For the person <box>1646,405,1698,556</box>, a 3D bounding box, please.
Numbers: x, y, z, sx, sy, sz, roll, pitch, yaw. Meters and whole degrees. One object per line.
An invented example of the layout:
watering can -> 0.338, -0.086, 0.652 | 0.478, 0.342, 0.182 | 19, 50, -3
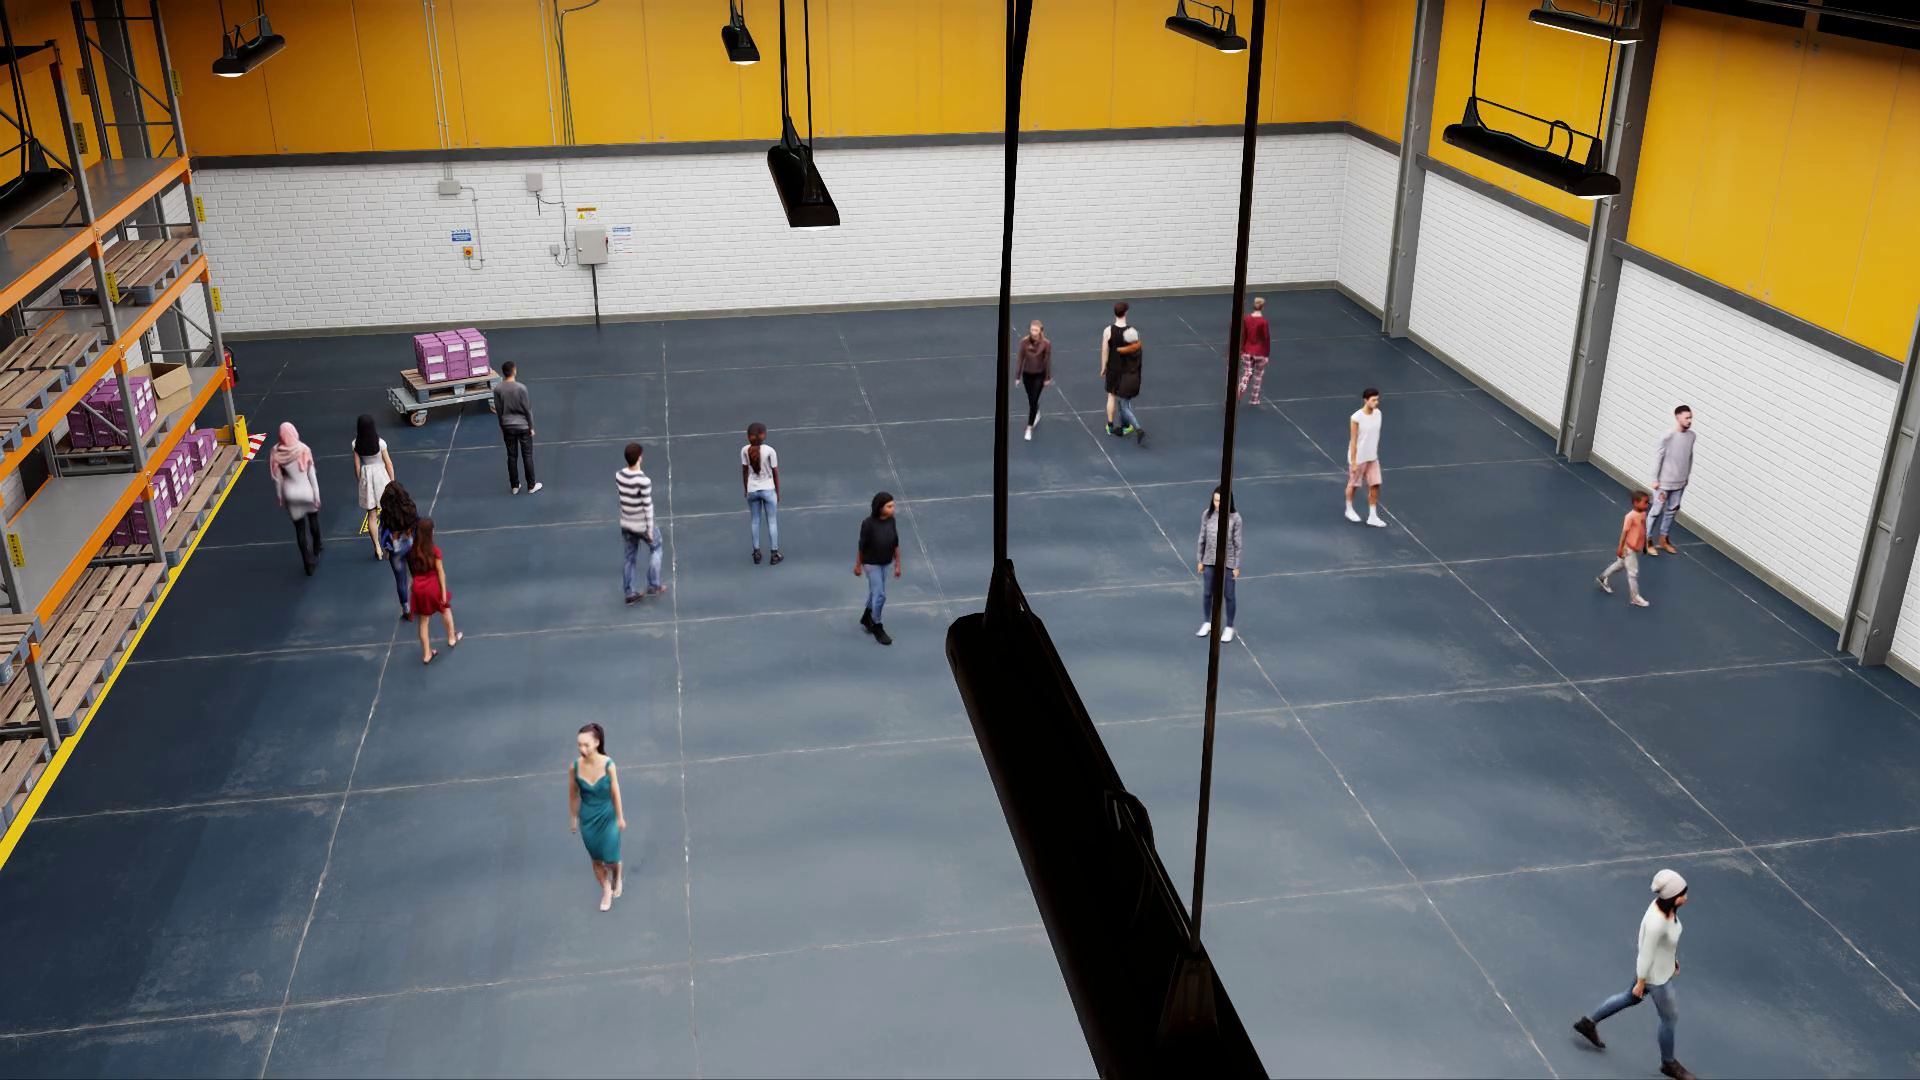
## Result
person -> 8.391, -0.731, 19.651 | 0.688, 1.837, 0.571 | -6, 24, -13

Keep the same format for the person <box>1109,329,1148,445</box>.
person -> 2.373, -2.125, 23.115 | 0.948, 1.616, 1.098 | -21, 31, -40

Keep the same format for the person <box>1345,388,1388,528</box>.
person -> 4.909, -1.052, 20.482 | 0.804, 1.760, 0.968 | -11, 26, -24

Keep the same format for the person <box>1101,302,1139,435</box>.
person -> 2.253, -2.423, 23.455 | 0.755, 1.891, 0.692 | 4, 24, 9

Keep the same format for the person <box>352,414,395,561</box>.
person -> -6.840, -0.625, 19.488 | 0.666, 1.774, 0.653 | -2, 24, -4

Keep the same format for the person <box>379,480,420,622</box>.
person -> -6.026, 0.103, 18.020 | 0.667, 1.615, 0.648 | -12, 26, -25

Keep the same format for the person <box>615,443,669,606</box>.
person -> -3.615, -0.139, 18.303 | 0.847, 1.832, 0.905 | 11, 26, 23

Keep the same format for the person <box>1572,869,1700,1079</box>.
person -> 4.714, 2.952, 11.508 | 1.078, 1.611, 1.085 | 13, 27, 27

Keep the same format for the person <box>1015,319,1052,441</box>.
person -> 1.058, -2.308, 23.489 | 0.975, 1.652, 1.245 | 7, 25, 15

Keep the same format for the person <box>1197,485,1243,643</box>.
person -> 2.760, 0.220, 17.609 | 0.702, 1.730, 0.719 | 10, 25, 21

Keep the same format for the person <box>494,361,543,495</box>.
person -> -5.705, -1.451, 21.393 | 0.659, 1.761, 0.604 | 1, 24, 2

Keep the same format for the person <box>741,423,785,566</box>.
person -> -2.313, -0.549, 19.377 | 0.653, 1.721, 0.643 | 5, 24, 10

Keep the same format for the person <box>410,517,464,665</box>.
person -> -5.506, 0.544, 17.123 | 0.695, 1.524, 0.922 | 1, 24, 3

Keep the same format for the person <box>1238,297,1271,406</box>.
person -> 4.292, -2.741, 24.443 | 0.894, 1.681, 0.942 | 19, 30, 36

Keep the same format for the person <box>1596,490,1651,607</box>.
person -> 7.428, 0.044, 18.556 | 0.738, 1.294, 0.985 | -15, 28, -31

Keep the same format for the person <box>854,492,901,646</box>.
person -> -0.938, 0.255, 17.608 | 0.821, 1.667, 0.975 | -14, 27, -28

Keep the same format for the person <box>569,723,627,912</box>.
person -> -2.833, 2.185, 13.185 | 0.651, 1.673, 0.697 | 2, 24, 4

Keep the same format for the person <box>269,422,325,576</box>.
person -> -7.573, -0.450, 19.080 | 0.738, 1.778, 0.998 | -8, 25, -18
